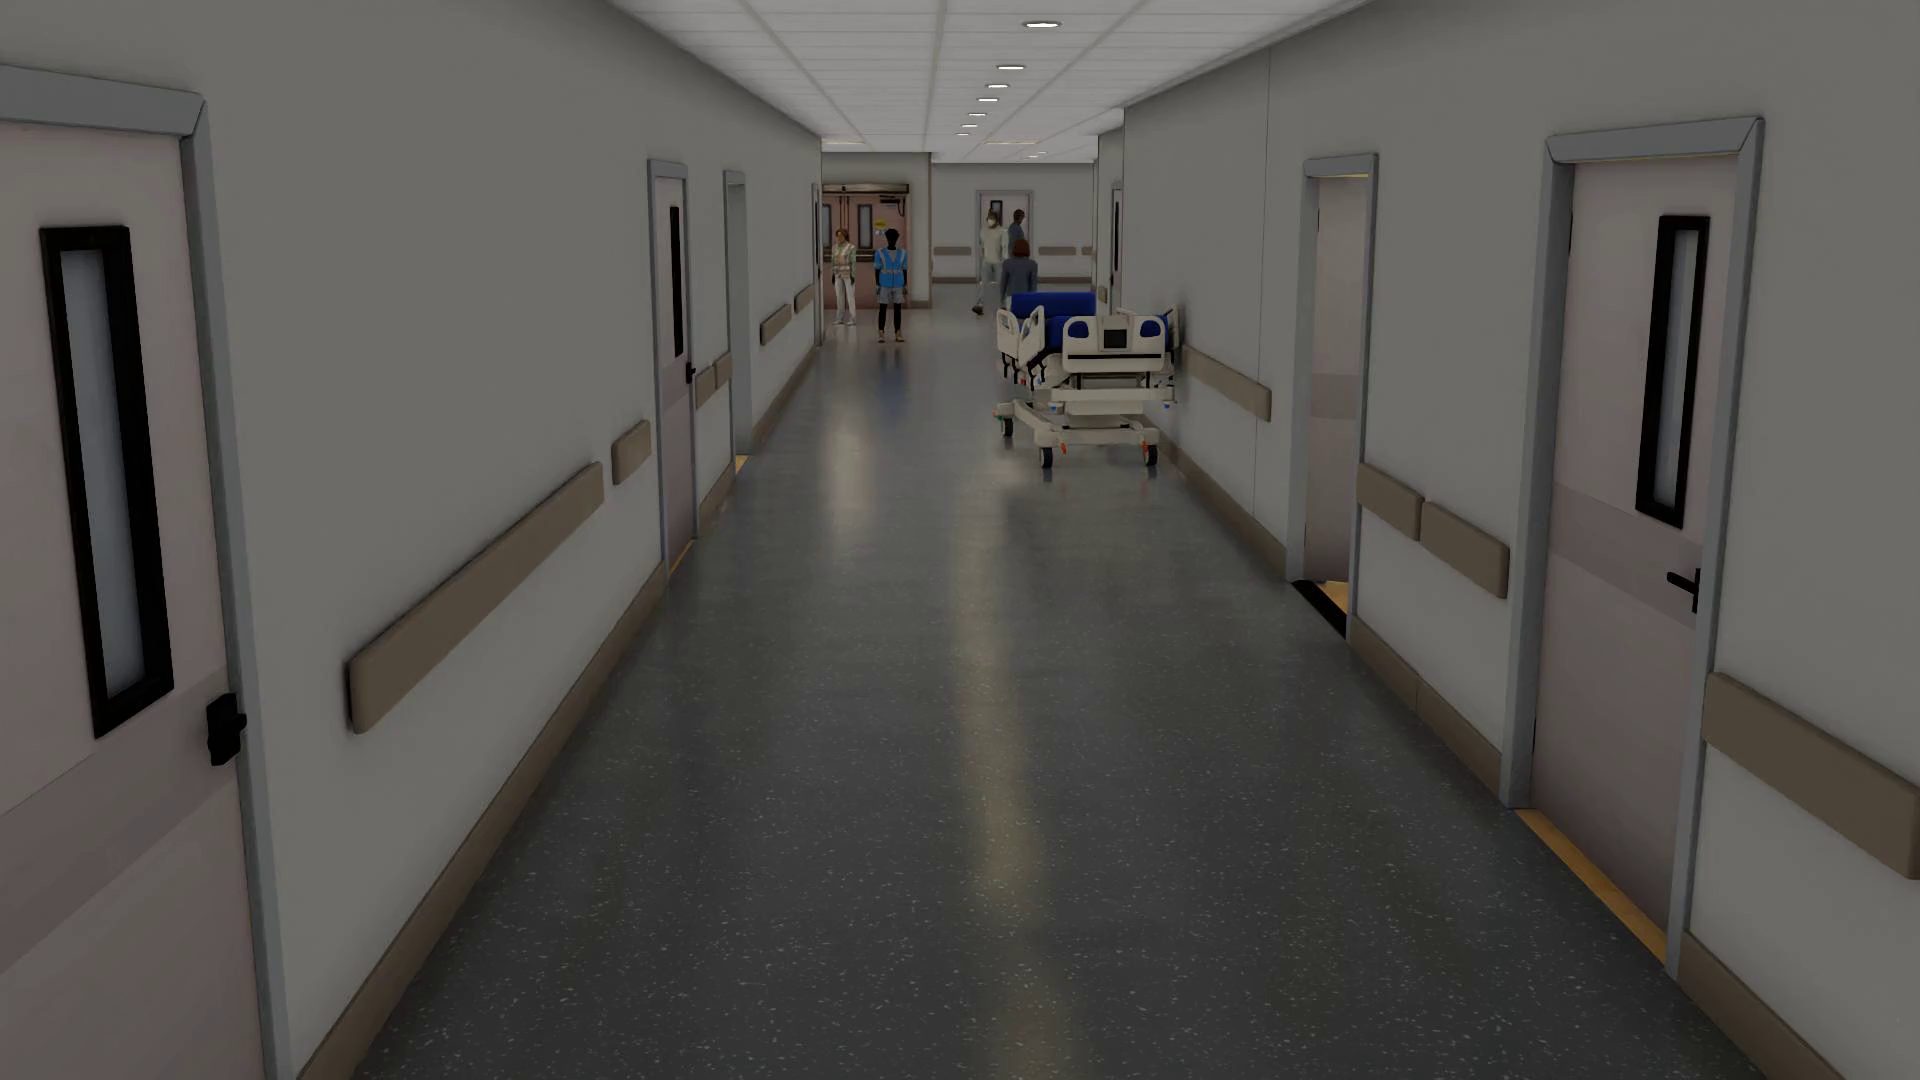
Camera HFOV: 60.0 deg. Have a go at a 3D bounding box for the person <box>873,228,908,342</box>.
[{"bbox_3d":[-1.028,-3.797,24.853,0.529,1.692,0.321,-3,12,-15],"label":"person"}]

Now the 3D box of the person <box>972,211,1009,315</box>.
[{"bbox_3d":[0.594,-5.107,30.729,0.648,1.889,1.012,7,13,30],"label":"person"}]

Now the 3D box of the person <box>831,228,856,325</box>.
[{"bbox_3d":[-1.974,-4.465,28.257,0.518,1.632,0.311,8,14,33],"label":"person"}]

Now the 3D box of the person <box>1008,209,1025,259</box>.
[{"bbox_3d":[1.101,-5.537,32.743,0.366,1.932,0.640,2,12,8],"label":"person"}]

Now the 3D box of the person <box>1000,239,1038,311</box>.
[{"bbox_3d":[0.805,-3.320,22.768,0.510,1.591,0.843,1,12,3],"label":"person"}]
